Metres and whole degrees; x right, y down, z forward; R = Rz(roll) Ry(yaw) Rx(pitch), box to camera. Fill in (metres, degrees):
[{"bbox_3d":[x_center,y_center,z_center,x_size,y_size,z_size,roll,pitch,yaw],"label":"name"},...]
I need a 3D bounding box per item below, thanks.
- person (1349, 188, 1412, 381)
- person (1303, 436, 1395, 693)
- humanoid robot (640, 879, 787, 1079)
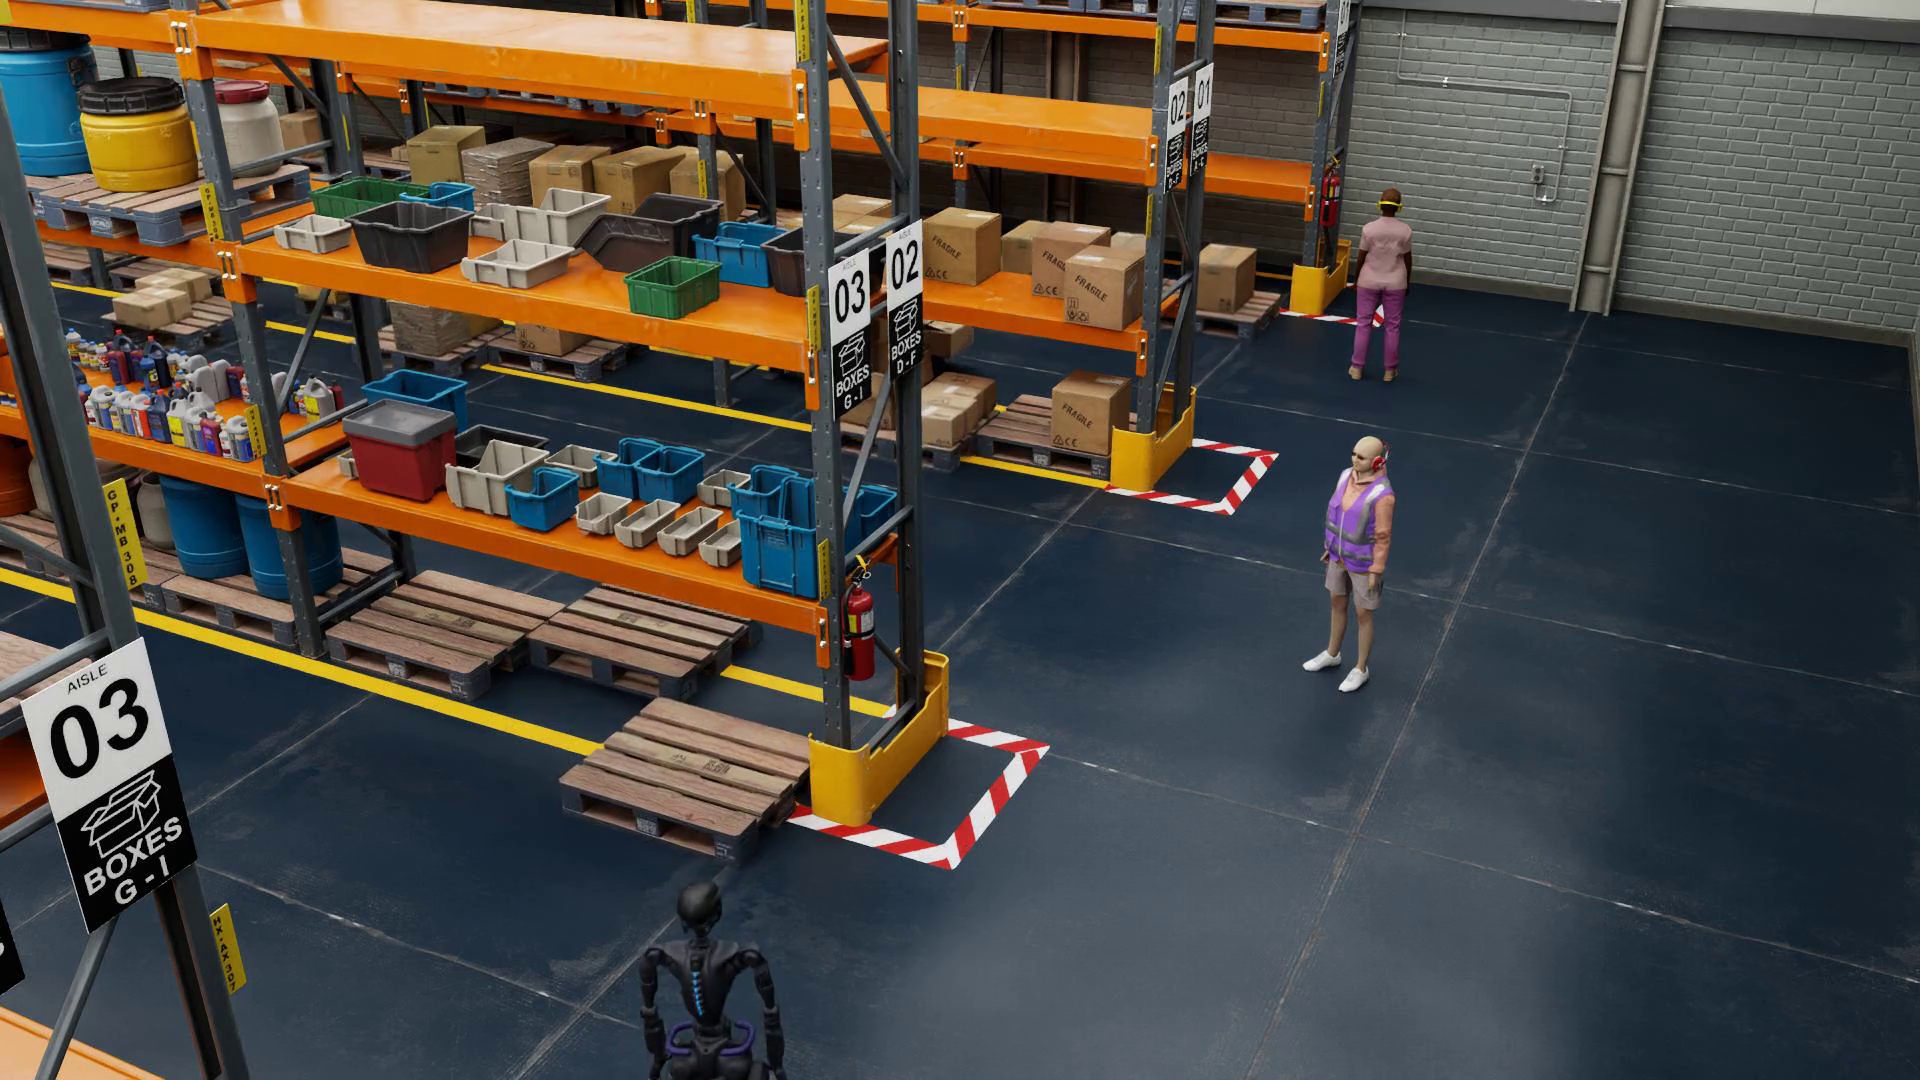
[{"bbox_3d":[3.889,-2.343,15.324,0.515,1.801,0.332,5,27,11],"label":"person"},{"bbox_3d":[2.477,0.136,10.419,0.345,1.694,0.484,-15,30,-28],"label":"person"},{"bbox_3d":[-0.950,2.086,6.499,0.612,1.648,0.440,2,26,3],"label":"humanoid robot"}]
